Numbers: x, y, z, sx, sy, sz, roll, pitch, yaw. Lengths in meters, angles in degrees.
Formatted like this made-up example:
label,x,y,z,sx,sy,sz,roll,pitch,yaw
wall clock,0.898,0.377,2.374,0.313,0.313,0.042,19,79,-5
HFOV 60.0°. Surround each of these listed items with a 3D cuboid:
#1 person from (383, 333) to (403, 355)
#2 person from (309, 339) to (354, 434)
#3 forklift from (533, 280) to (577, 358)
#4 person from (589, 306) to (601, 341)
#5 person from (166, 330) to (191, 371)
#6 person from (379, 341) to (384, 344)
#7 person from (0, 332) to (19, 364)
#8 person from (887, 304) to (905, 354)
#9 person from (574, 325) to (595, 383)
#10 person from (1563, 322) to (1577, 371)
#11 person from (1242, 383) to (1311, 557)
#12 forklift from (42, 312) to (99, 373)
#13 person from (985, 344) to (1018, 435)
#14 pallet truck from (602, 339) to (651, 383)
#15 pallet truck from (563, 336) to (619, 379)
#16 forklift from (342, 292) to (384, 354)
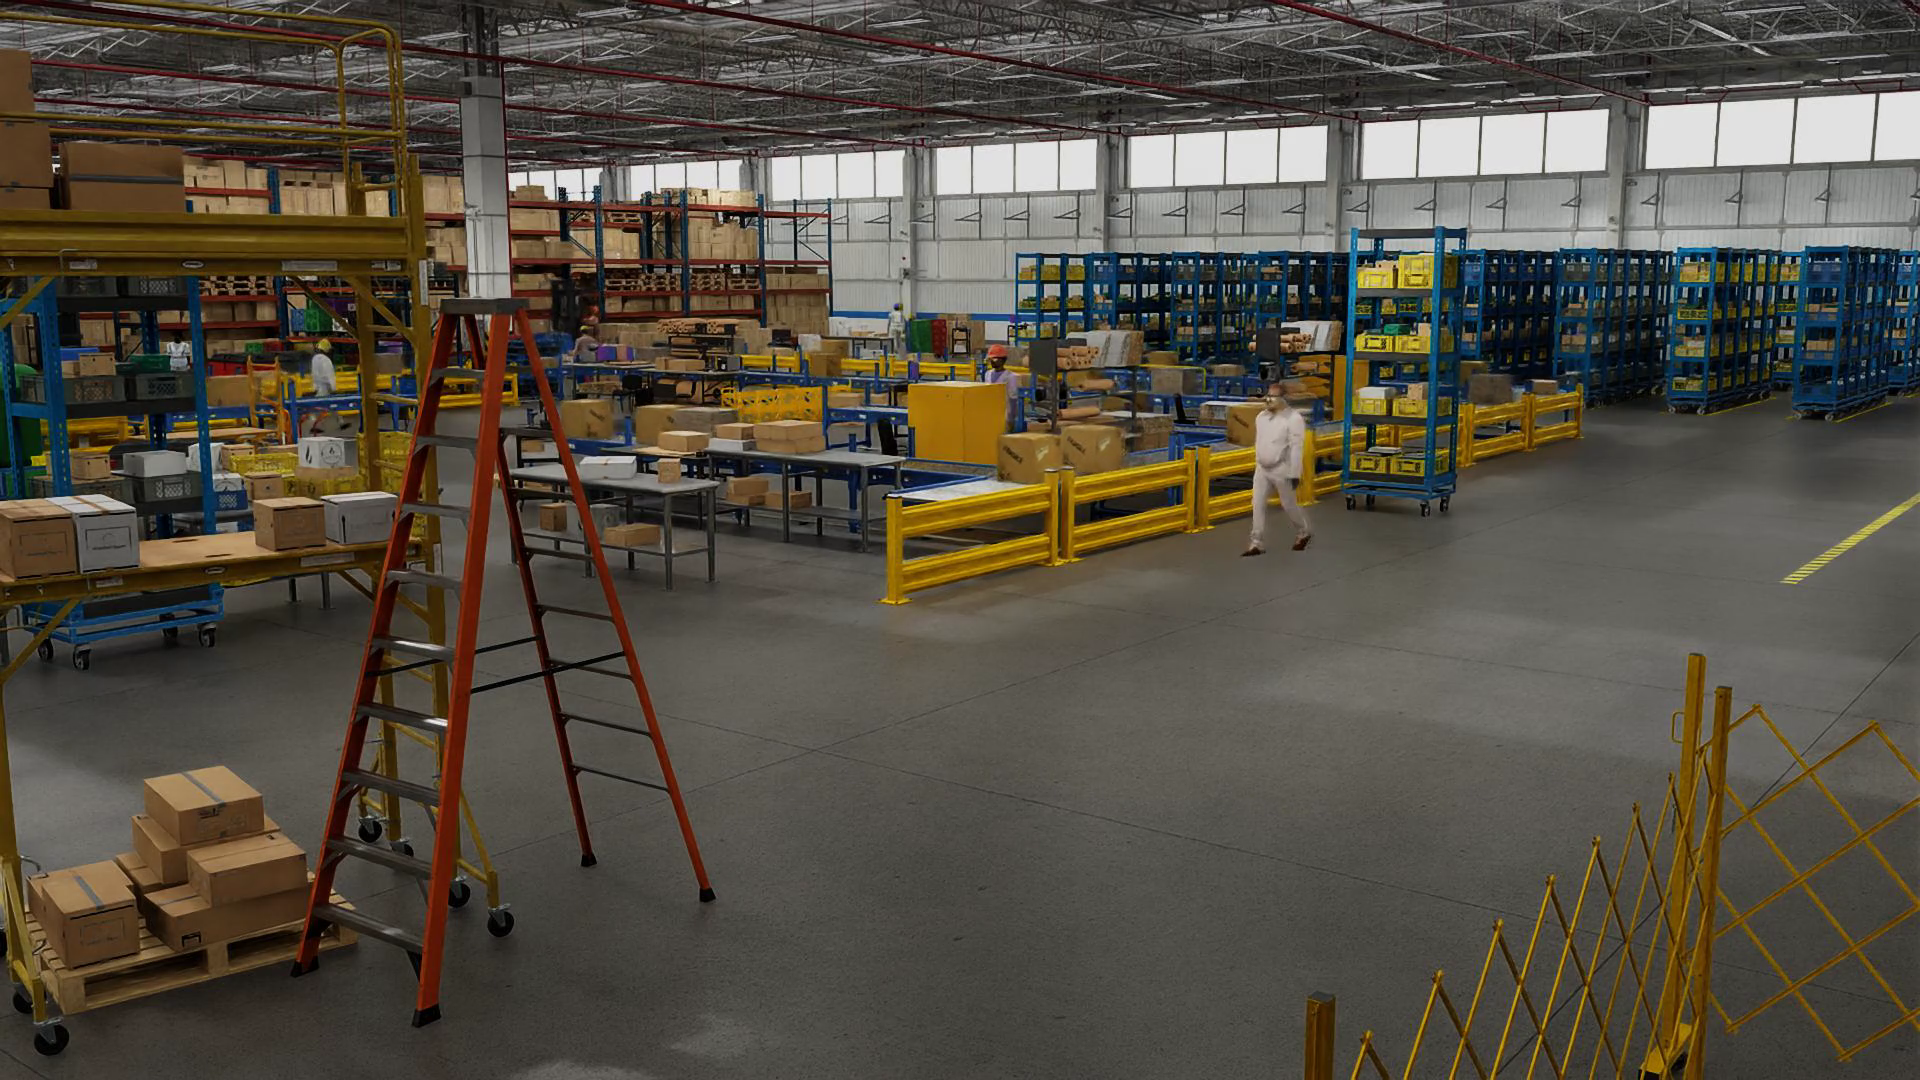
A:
label,x,y,z,sx,sy,sz,roll,pitch,yaw
person,-14.397,-4.710,42.355,0.360,1.939,0.543,6,11,35
person,-12.022,-2.919,31.659,0.942,1.778,0.614,-9,13,-43
forklift,-12.935,-7.095,54.313,1.129,2.768,1.873,7,11,37
person,-12.119,-6.821,55.511,1.019,1.938,0.618,2,9,10
person,-18.602,-4.148,39.606,0.536,1.697,0.318,-2,9,-13
person,-17.705,-5.902,50.365,0.517,1.757,0.337,-7,12,-38
person,-23.797,-4.424,41.561,0.562,1.623,0.519,8,12,41
person,-2.434,-8.014,63.160,0.608,1.898,0.995,-3,10,-19
person,-9.553,-4.633,42.523,0.545,1.726,0.835,-6,11,-34
person,16.546,-5.130,45.412,0.943,1.792,0.591,7,11,37
person,3.464,-0.771,17.990,0.927,1.875,0.652,-8,12,-41
forklift,-23.779,-5.451,44.052,1.873,2.768,1.129,7,11,36
person,0.537,-1.737,23.476,0.605,2.045,0.377,8,12,42
pallet truck,-8.991,-4.871,45.351,0.653,1.274,1.630,7,11,37
pallet truck,-10.690,-5.294,48.215,1.601,1.201,0.680,-5,10,-26
forklift,-16.485,-5.622,45.120,1.129,2.768,1.873,7,11,37
